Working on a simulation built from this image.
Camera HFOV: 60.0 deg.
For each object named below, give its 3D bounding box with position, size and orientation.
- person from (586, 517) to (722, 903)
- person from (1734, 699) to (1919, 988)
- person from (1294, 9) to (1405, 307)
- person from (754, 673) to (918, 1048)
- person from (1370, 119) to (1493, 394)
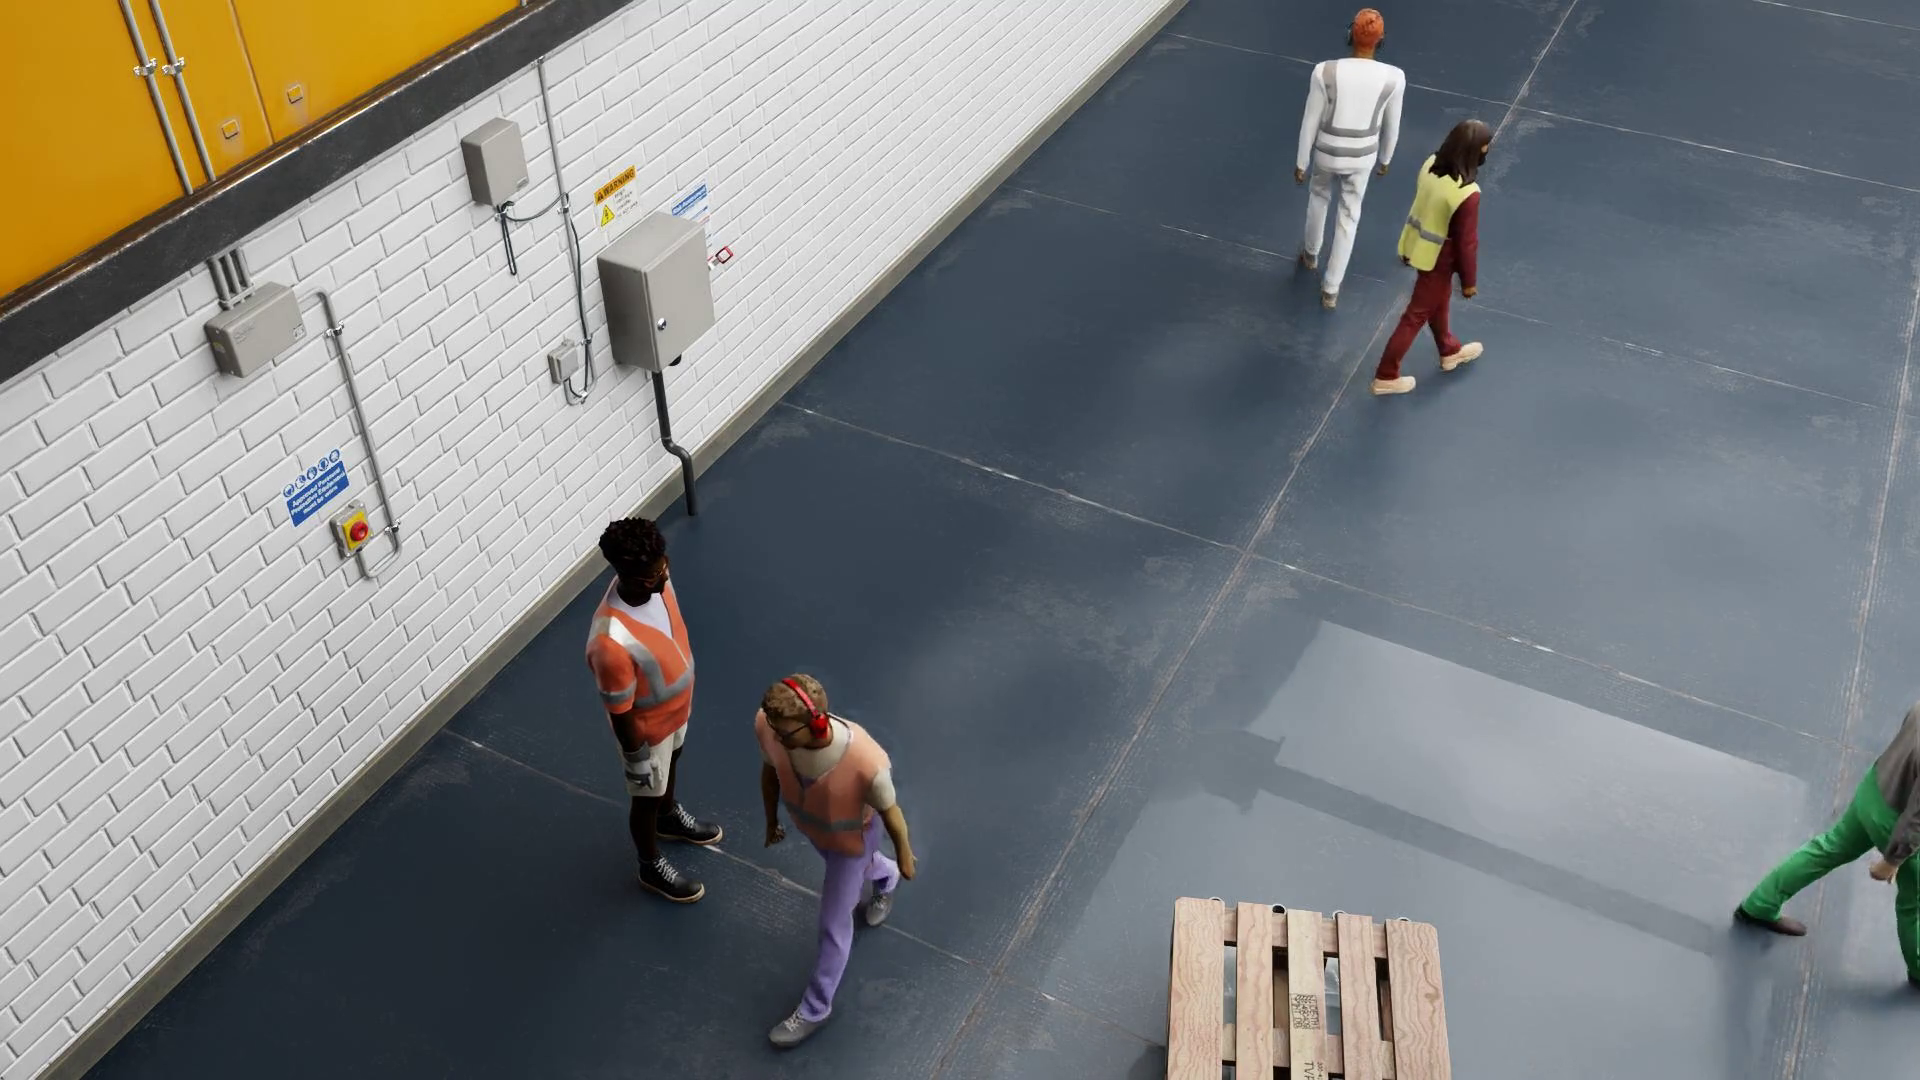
[{"bbox_3d":[-1.242,0.677,6.755,0.362,1.963,0.612,6,41,7],"label":"person"},{"bbox_3d":[3.733,1.064,6.440,0.952,1.793,0.507,9,42,10],"label":"person"},{"bbox_3d":[2.424,-2.452,10.468,0.600,1.846,0.872,6,41,7],"label":"person"},{"bbox_3d":[-0.457,1.107,6.393,0.613,1.785,0.983,26,47,27],"label":"person"},{"bbox_3d":[2.859,-1.618,9.589,0.852,1.731,0.505,-9,42,-10],"label":"person"}]
